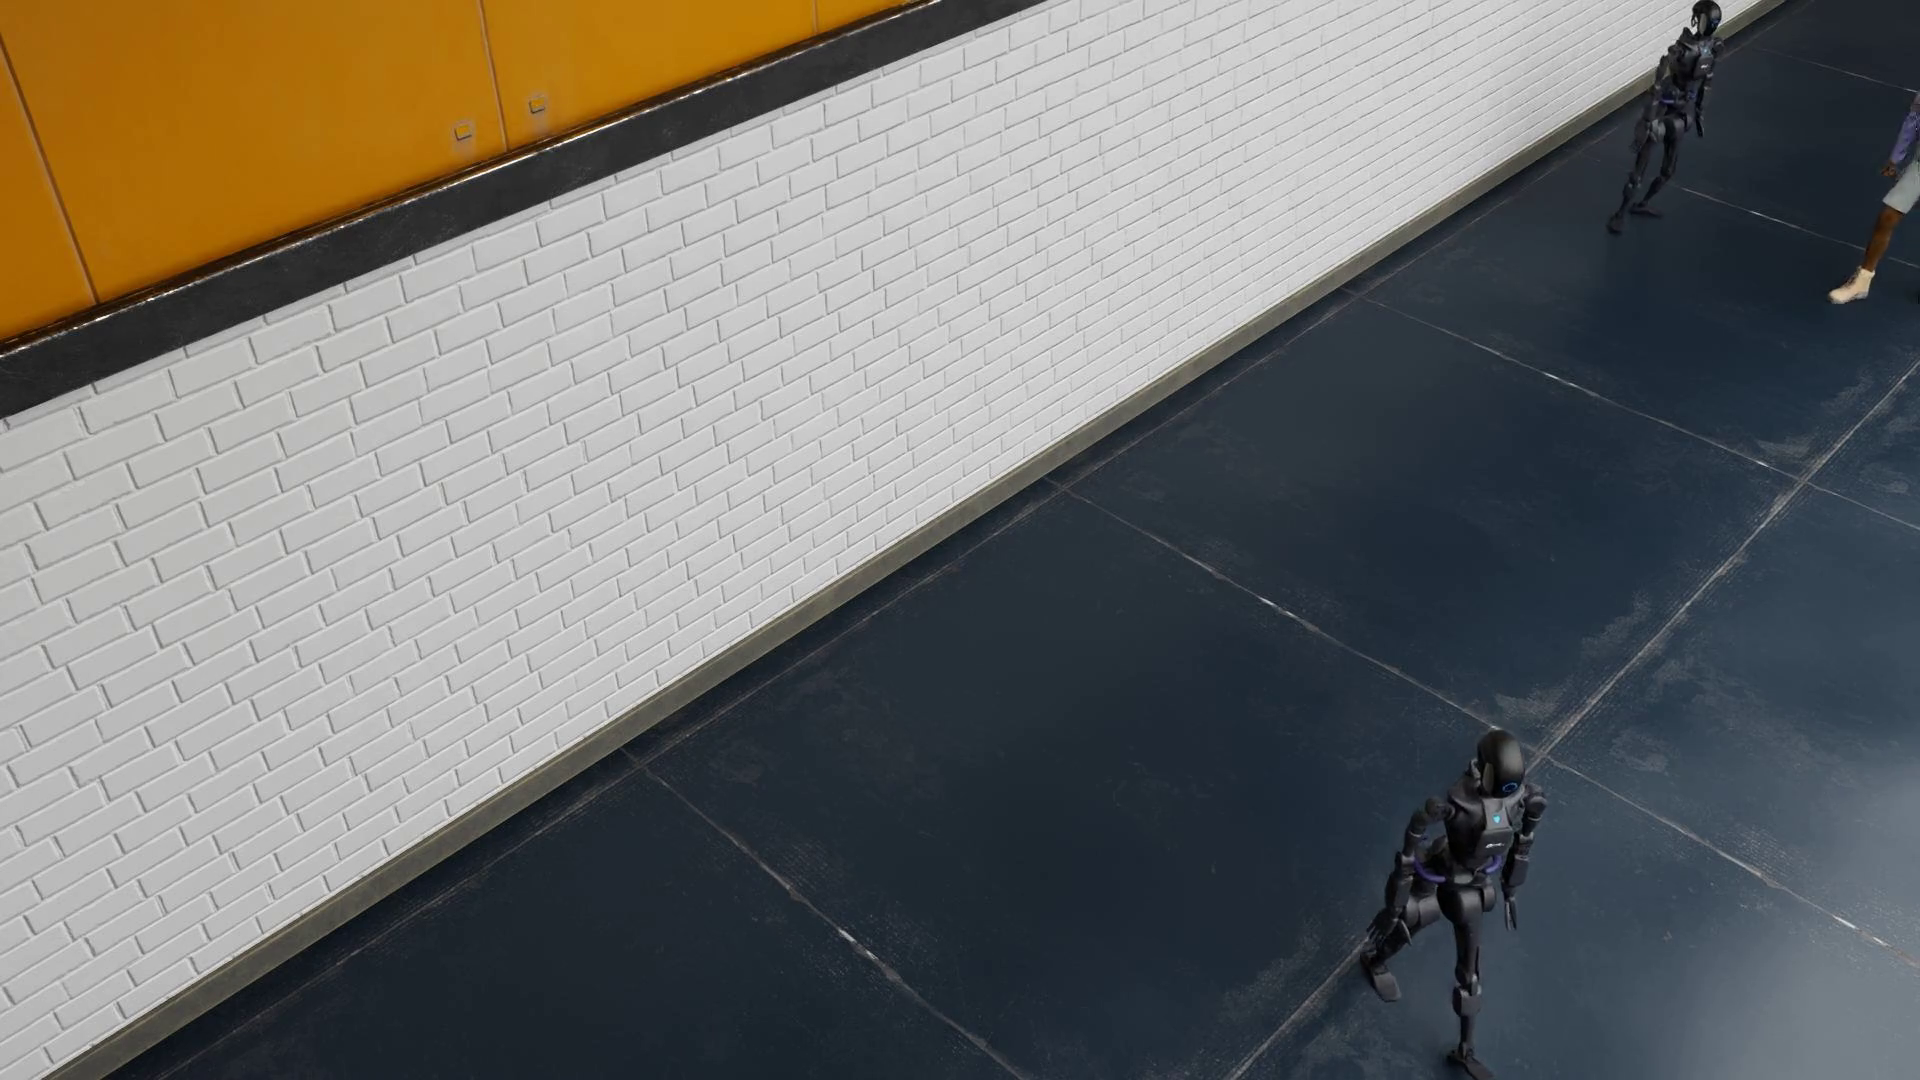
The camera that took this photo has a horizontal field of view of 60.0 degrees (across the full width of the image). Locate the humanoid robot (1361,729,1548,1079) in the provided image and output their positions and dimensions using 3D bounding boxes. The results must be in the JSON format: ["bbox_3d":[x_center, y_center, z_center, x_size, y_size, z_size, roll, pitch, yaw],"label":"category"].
[{"bbox_3d":[1.825,1.319,6.175,0.589,1.620,0.782,-9,40,-11],"label":"humanoid robot"}]

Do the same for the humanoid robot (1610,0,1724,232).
[{"bbox_3d":[4.878,-2.927,11.455,0.590,1.647,0.367,-18,42,-21],"label":"humanoid robot"}]

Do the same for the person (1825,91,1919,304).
[{"bbox_3d":[6.179,-2.380,10.503,0.662,1.999,0.662,-22,44,-25],"label":"person"}]
